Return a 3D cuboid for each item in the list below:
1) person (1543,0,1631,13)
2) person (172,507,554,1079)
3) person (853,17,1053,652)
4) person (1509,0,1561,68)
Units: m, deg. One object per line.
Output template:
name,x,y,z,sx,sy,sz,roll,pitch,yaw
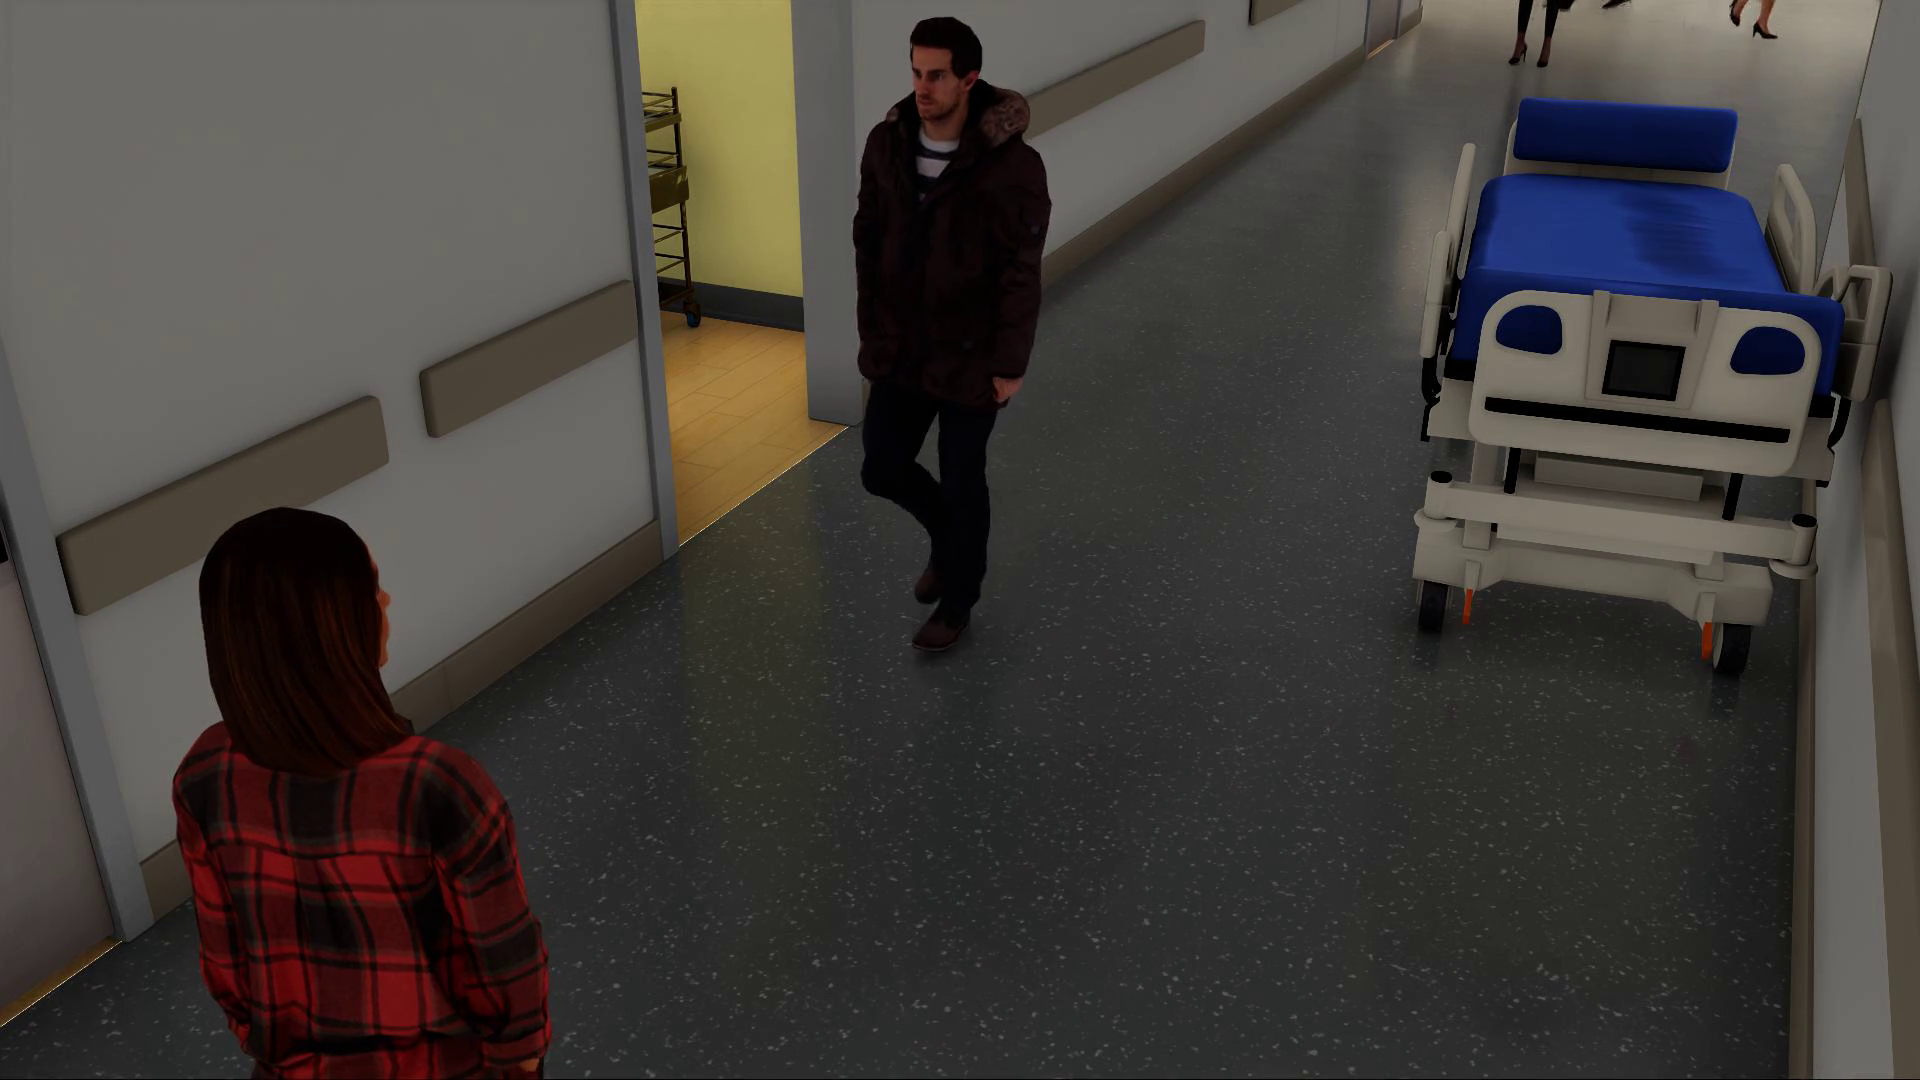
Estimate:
person,6.345,-6.054,16.255,1.257,1.767,1.029,-1,26,-2
person,-0.754,0.748,2.227,0.583,1.699,0.727,4,26,7
person,-0.007,-0.577,4.816,0.674,1.837,0.849,15,30,28
person,4.831,-4.853,13.687,0.559,1.834,0.712,20,32,36
